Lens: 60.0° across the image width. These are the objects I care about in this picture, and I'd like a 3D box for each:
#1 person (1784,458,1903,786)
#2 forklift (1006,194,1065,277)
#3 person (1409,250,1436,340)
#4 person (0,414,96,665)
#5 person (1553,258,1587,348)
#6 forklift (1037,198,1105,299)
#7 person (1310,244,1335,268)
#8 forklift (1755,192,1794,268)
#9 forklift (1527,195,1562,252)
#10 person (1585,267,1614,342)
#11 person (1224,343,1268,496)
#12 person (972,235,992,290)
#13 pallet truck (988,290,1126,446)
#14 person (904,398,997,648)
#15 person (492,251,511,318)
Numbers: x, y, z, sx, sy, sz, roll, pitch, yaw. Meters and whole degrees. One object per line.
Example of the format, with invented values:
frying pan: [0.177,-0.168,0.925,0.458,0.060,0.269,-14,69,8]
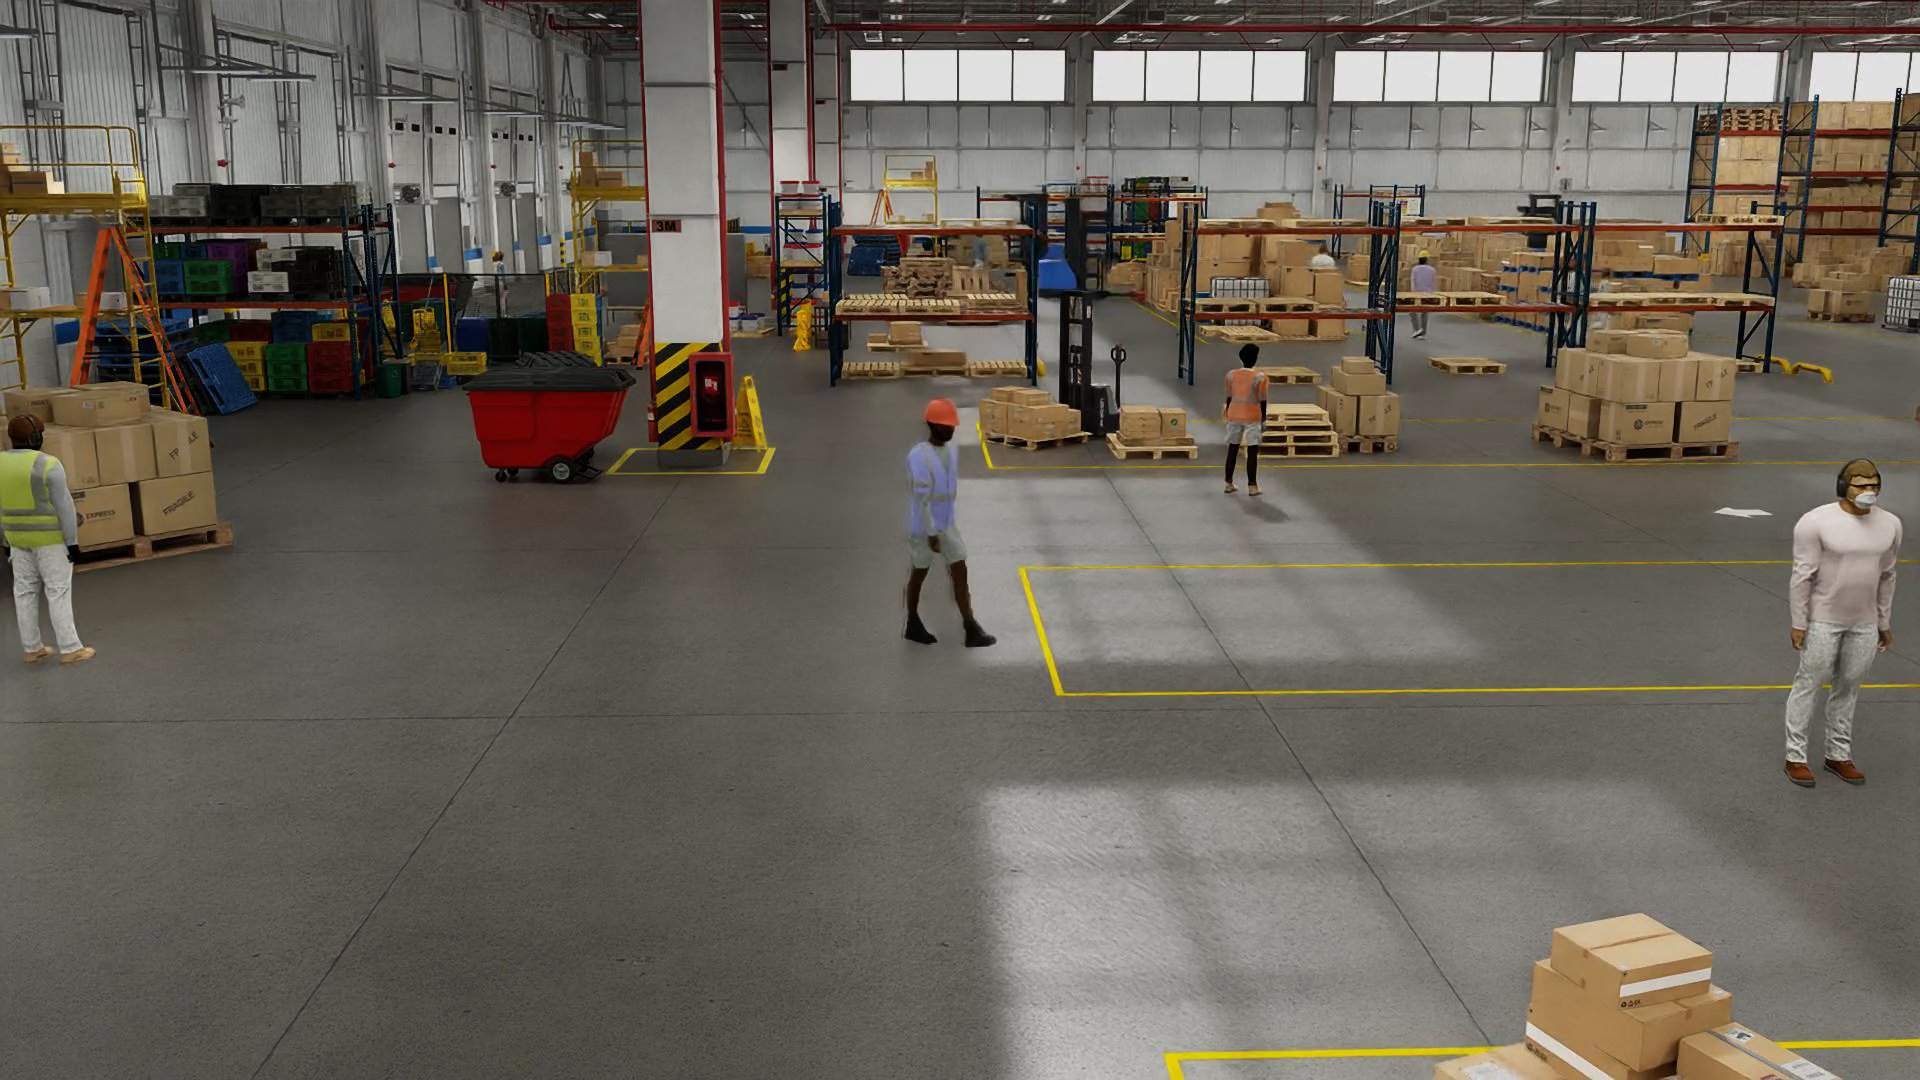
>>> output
person: [5.140,0.480,9.700,0.629,1.940,0.373,-1,13,-5]
forklift: [2.634,-10.258,56.037,1.873,2.768,1.129,-7,14,-28]
person: [9.895,-5.246,35.647,0.613,1.892,0.540,-3,13,-14]
person: [-6.679,0.002,12.077,0.627,1.844,0.429,2,13,7]
person: [12.388,-4.765,33.570,0.727,1.861,0.585,2,13,8]
forklift: [3.114,-8.205,46.768,1.873,2.768,1.129,0,12,-2]
person: [8.562,-5.986,39.034,1.024,1.860,0.680,-9,15,-35]
forklift: [29.872,-11.239,60.465,1.873,2.768,1.129,0,12,-2]
forklift: [18.901,-9.790,53.924,1.129,2.768,1.873,0,12,-2]
person: [13.254,-4.835,34.403,0.596,1.618,0.514,3,13,13]
person: [3.173,-1.338,18.480,0.533,1.690,0.321,9,15,36]
person: [0.631,-8.313,49.548,1.071,1.884,0.638,-7,14,-28]
pallet truck: [1.257,-2.299,22.111,1.885,1.965,0.823,-9,15,-35]
person: [-0.094,-0.103,12.416,0.928,1.894,0.551,12,17,42]
person: [-11.297,-6.261,40.841,0.323,1.632,0.526,-11,16,-40]
